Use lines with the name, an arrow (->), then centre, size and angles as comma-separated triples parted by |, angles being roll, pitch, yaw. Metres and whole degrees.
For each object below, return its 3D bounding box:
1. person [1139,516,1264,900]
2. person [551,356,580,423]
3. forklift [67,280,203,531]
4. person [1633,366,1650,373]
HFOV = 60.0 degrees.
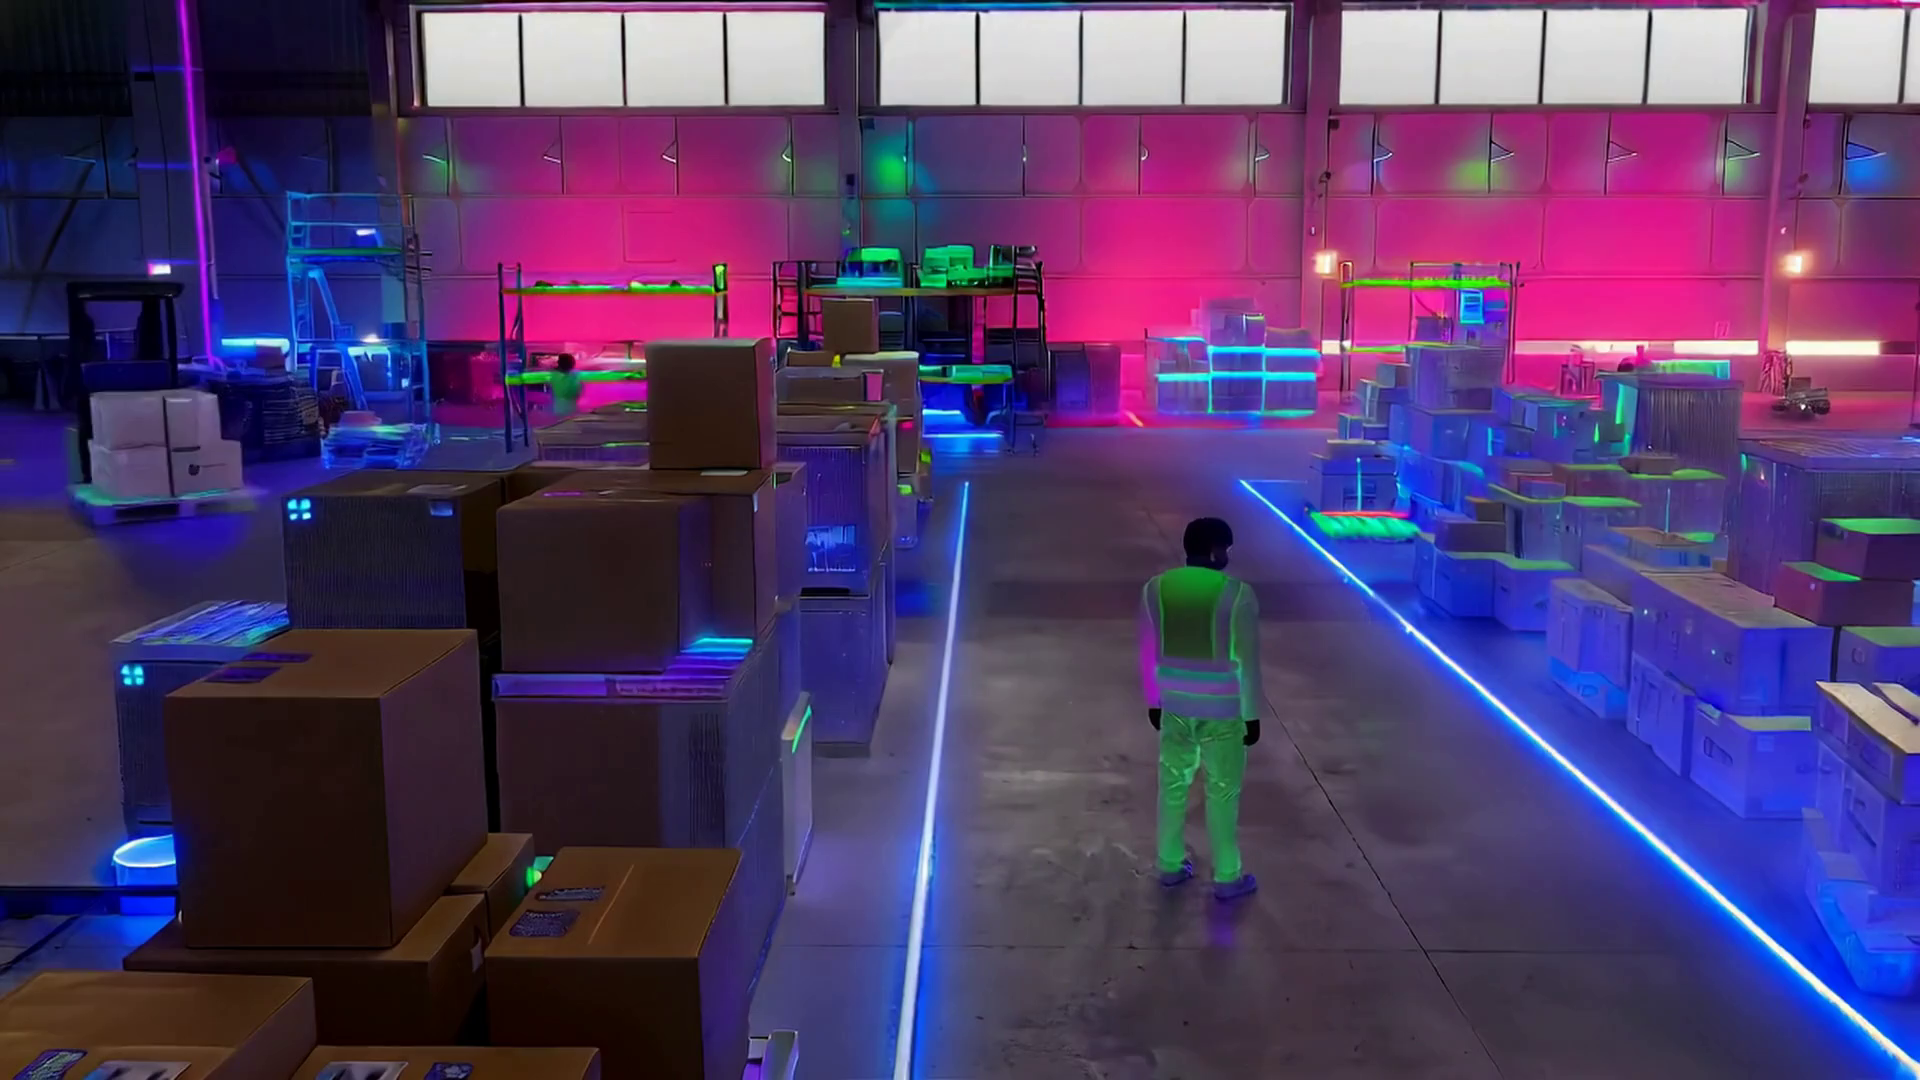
person -> 1.171, 0.800, 7.972 | 0.620, 1.837, 0.429 | 7, 12, 34
person -> -5.839, -1.931, 24.869 | 0.541, 1.637, 0.903 | 3, 10, 20
forklift -> -9.776, -1.639, 19.455 | 1.129, 2.768, 1.873 | -7, 12, -36
person -> 9.164, -1.506, 22.336 | 0.545, 1.655, 0.888 | -3, 10, -17
